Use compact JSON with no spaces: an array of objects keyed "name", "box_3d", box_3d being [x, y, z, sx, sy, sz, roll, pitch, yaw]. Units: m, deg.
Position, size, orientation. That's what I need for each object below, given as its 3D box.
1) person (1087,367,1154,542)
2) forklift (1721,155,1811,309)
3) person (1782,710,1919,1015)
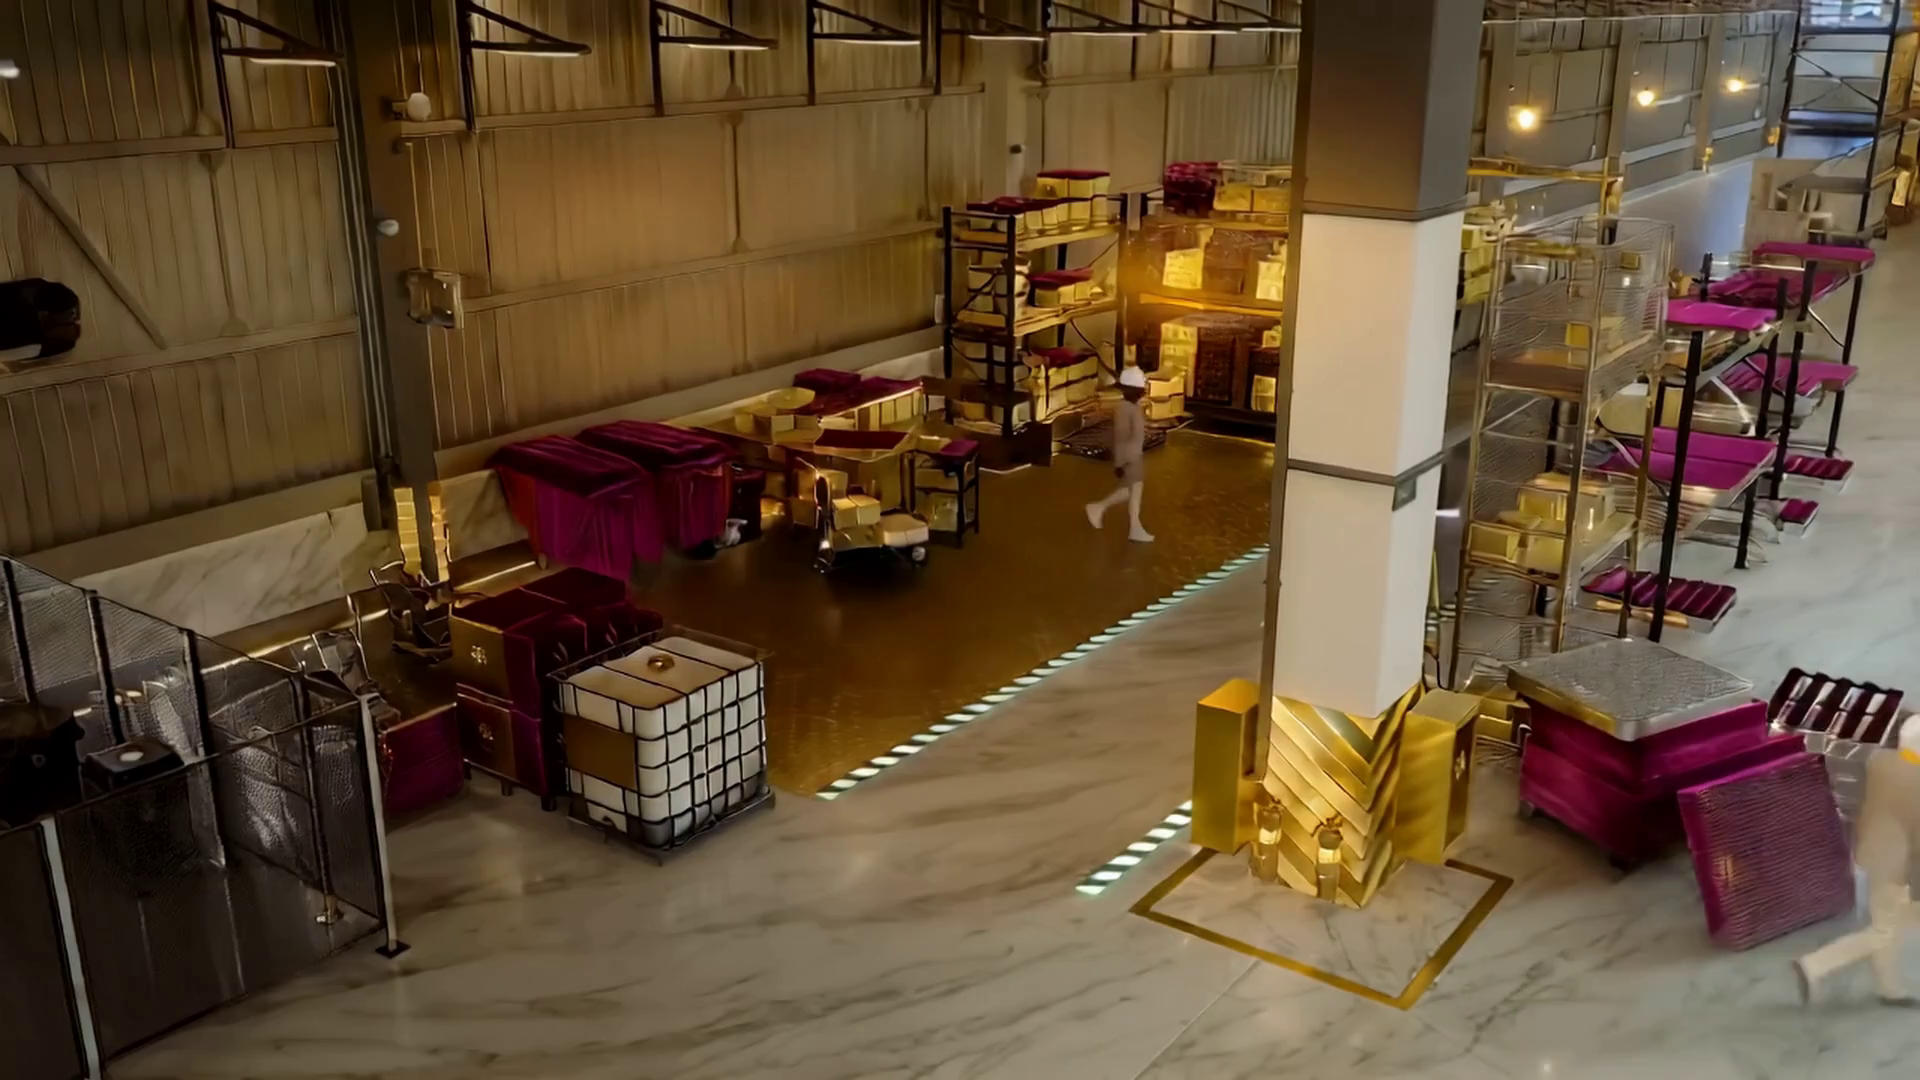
[{"name":"person","box_3d":[1.777,-0.936,18.004,0.694,1.922,0.559,10,21,29]},{"name":"forklift","box_3d":[15.405,-5.867,31.576,1.129,2.768,1.873,13,22,34]},{"name":"person","box_3d":[5.237,1.857,9.468,0.828,1.920,0.637,3,18,9]}]
